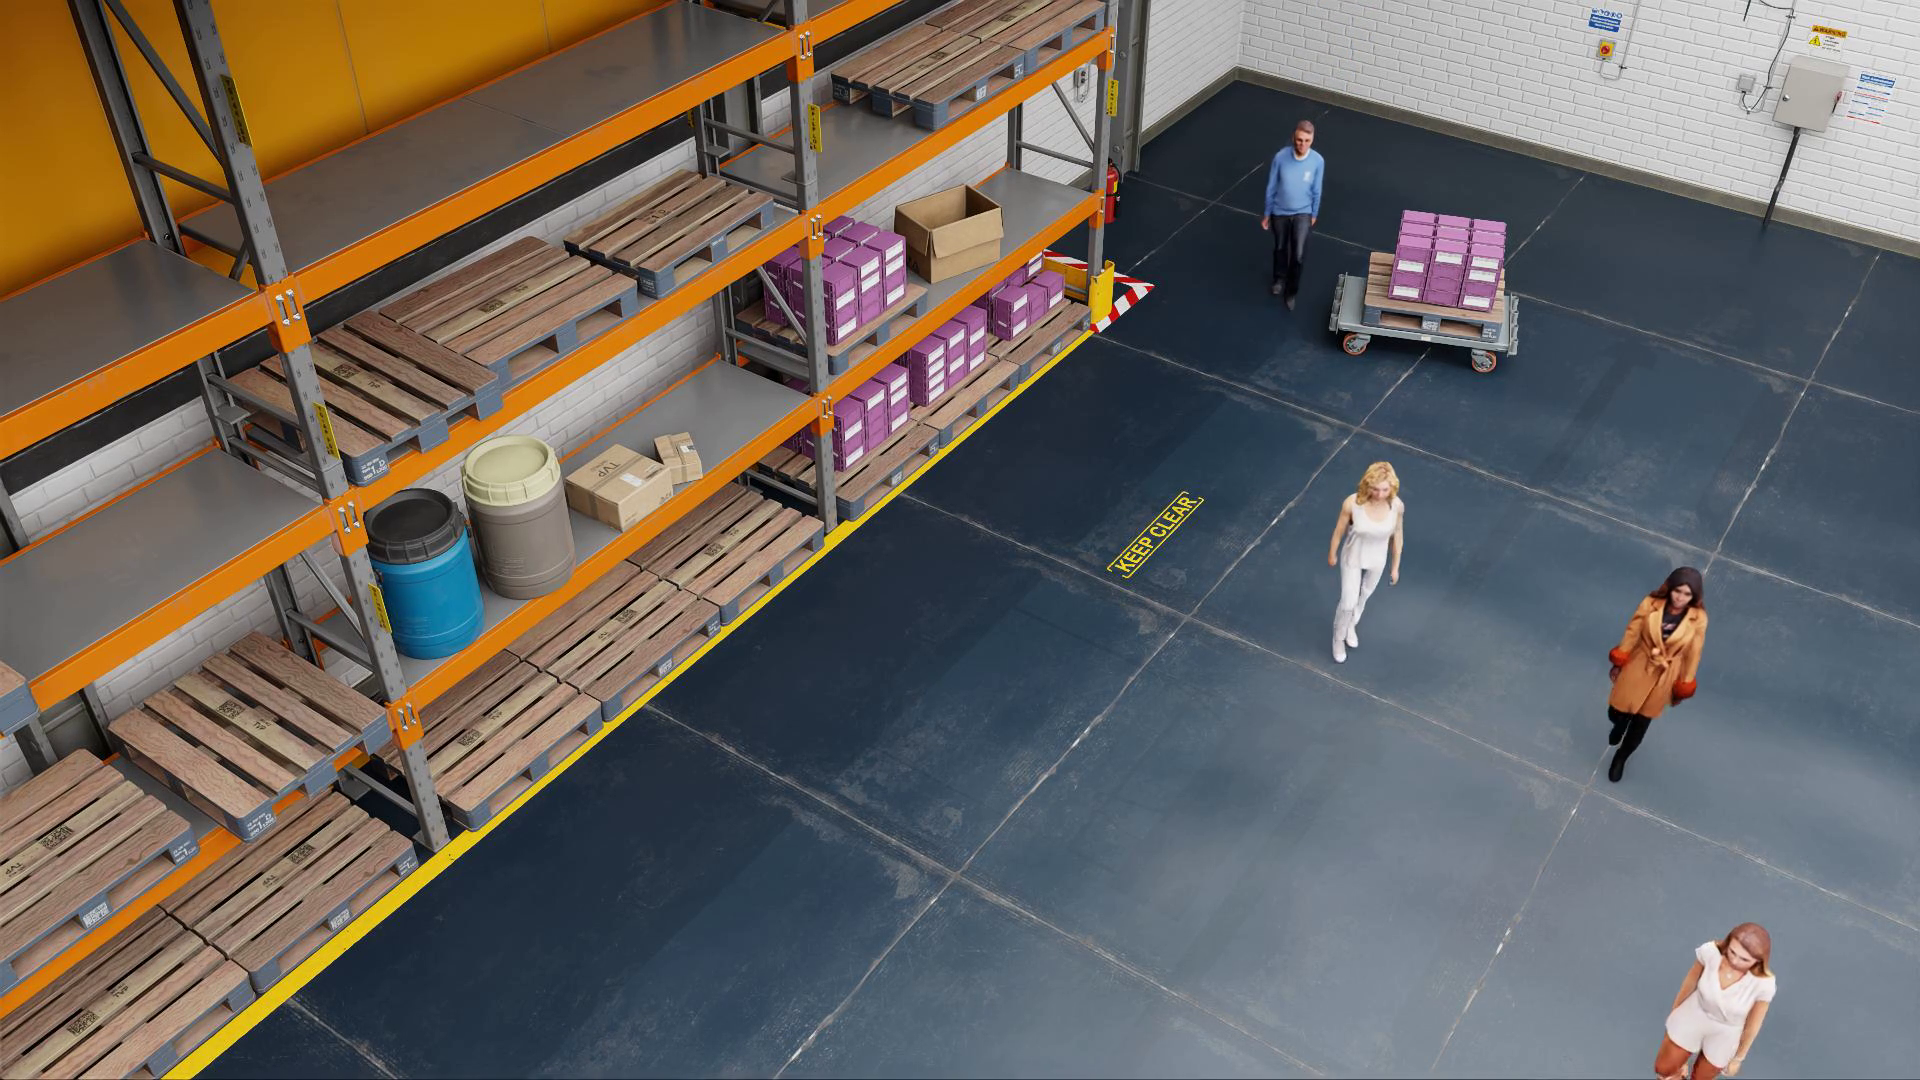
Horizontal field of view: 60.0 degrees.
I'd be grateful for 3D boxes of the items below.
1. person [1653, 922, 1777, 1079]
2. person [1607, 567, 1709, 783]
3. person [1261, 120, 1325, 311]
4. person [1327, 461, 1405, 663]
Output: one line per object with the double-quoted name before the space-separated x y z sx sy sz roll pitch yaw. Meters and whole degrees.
"person" 3.939 2.486 8.625 0.613 1.685 0.674 30 48 32
"person" 4.448 0.820 10.690 0.740 1.712 0.754 20 43 23
"person" 3.107 -3.123 15.566 0.808 1.789 0.945 11 40 13
"person" 2.834 0.057 11.694 0.771 1.651 0.828 -3 39 -3
